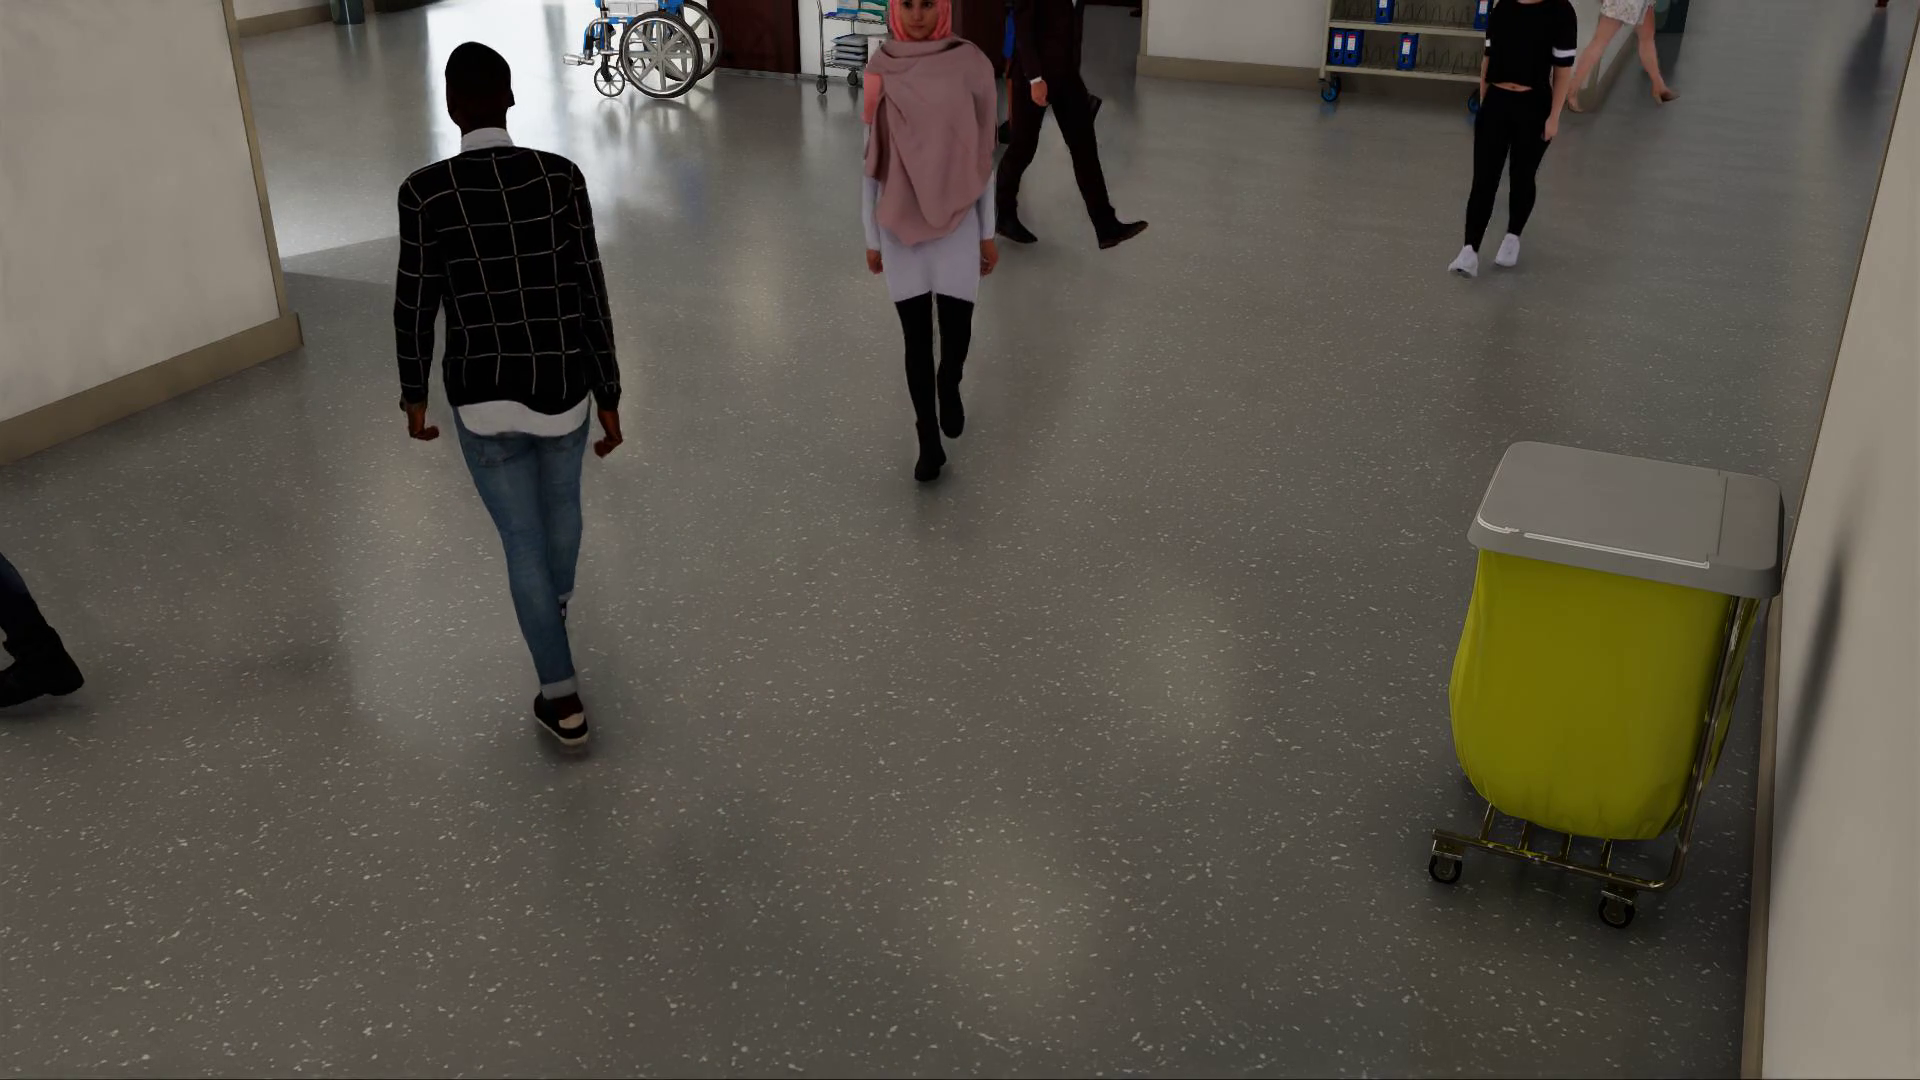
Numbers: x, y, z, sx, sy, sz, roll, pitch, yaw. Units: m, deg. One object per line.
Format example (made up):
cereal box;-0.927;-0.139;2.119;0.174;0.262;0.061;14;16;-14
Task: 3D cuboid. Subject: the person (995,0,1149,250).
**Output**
person;0.385;-2.402;8.574;1.006;1.821;1.282;-21;33;-37

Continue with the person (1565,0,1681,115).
person;4.591;-3.789;11.586;1.262;1.703;1.154;-7;27;-14

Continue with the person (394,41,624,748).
person;-1.110;-0.310;4.294;1.125;1.772;1.252;-12;28;-24

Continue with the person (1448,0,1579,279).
person;2.791;-2.119;8.235;0.972;1.606;0.771;17;31;32

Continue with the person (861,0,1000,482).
person;-0.100;-1.118;5.940;0.788;1.797;0.821;2;26;5

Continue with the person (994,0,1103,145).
person;0.558;-3.430;10.762;1.037;1.773;0.647;8;27;17
